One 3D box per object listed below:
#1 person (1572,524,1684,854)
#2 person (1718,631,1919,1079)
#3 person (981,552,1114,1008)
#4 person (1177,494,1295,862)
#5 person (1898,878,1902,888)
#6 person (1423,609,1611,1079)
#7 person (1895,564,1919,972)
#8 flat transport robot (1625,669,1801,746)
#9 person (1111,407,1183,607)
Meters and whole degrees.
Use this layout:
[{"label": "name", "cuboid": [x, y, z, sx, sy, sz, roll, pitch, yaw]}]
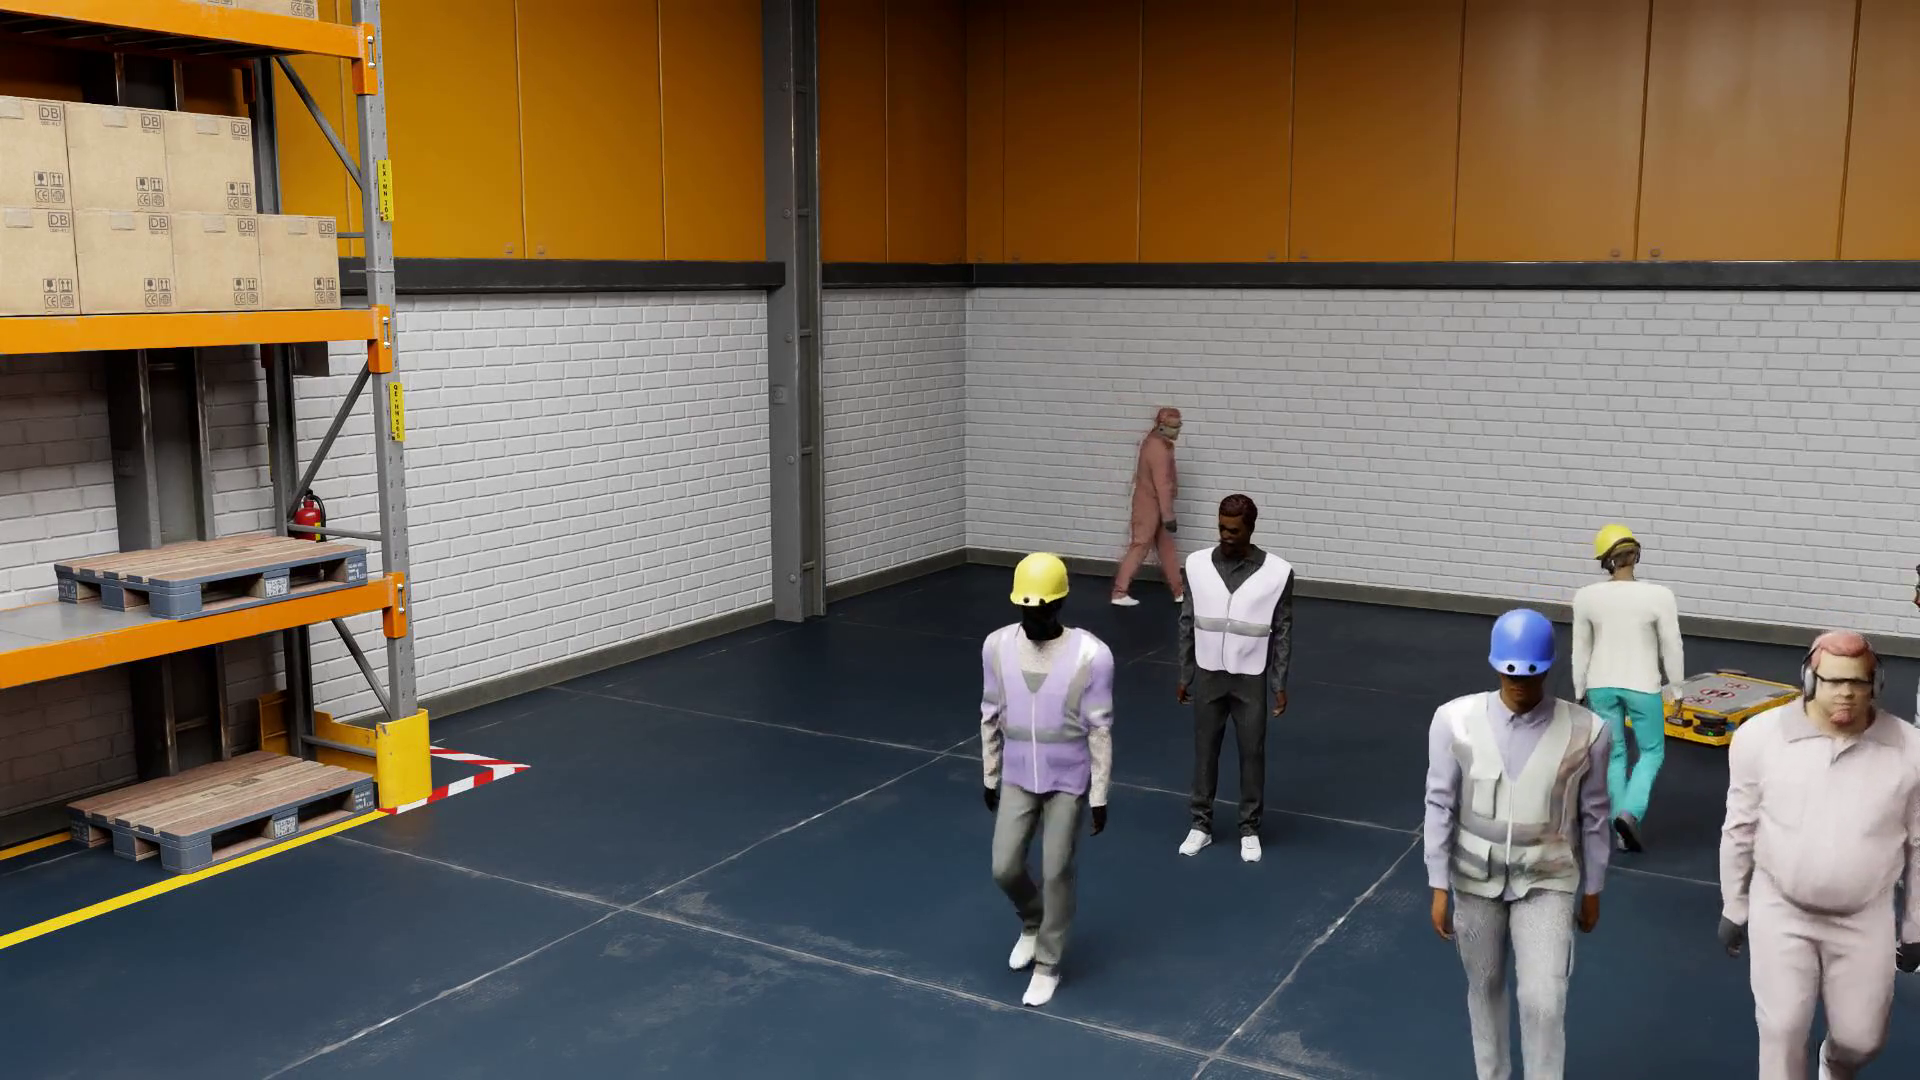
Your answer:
[{"label": "person", "cuboid": [3.442, 0.794, 8.660, 0.567, 1.721, 0.567, 6, 11, 33]}, {"label": "person", "cuboid": [2.870, 1.212, 5.536, 0.651, 1.889, 0.651, 4, 10, 24]}, {"label": "person", "cuboid": [0.352, 0.982, 6.915, 0.589, 1.910, 0.445, 4, 10, 22]}, {"label": "person", "cuboid": [1.419, 0.703, 8.632, 0.587, 1.914, 0.391, 3, 10, 19]}, {"label": "person", "cuboid": [4.735, 0.860, 7.863, 0.346, 1.846, 0.505, 4, 10, 22]}, {"label": "person", "cuboid": [1.856, 1.185, 5.607, 0.596, 1.916, 0.790, 4, 10, 24]}, {"label": "person", "cuboid": [4.250, 0.983, 7.109, 0.558, 1.846, 0.511, 4, 10, 26]}, {"label": "flat transport robot", "cuboid": [5.125, 1.110, 11.199, 1.431, 0.197, 0.652, -8, 12, -39]}, {"label": "person", "cuboid": [1.783, -0.283, 15.031, 0.852, 1.841, 0.686, 2, 9, 10]}]
